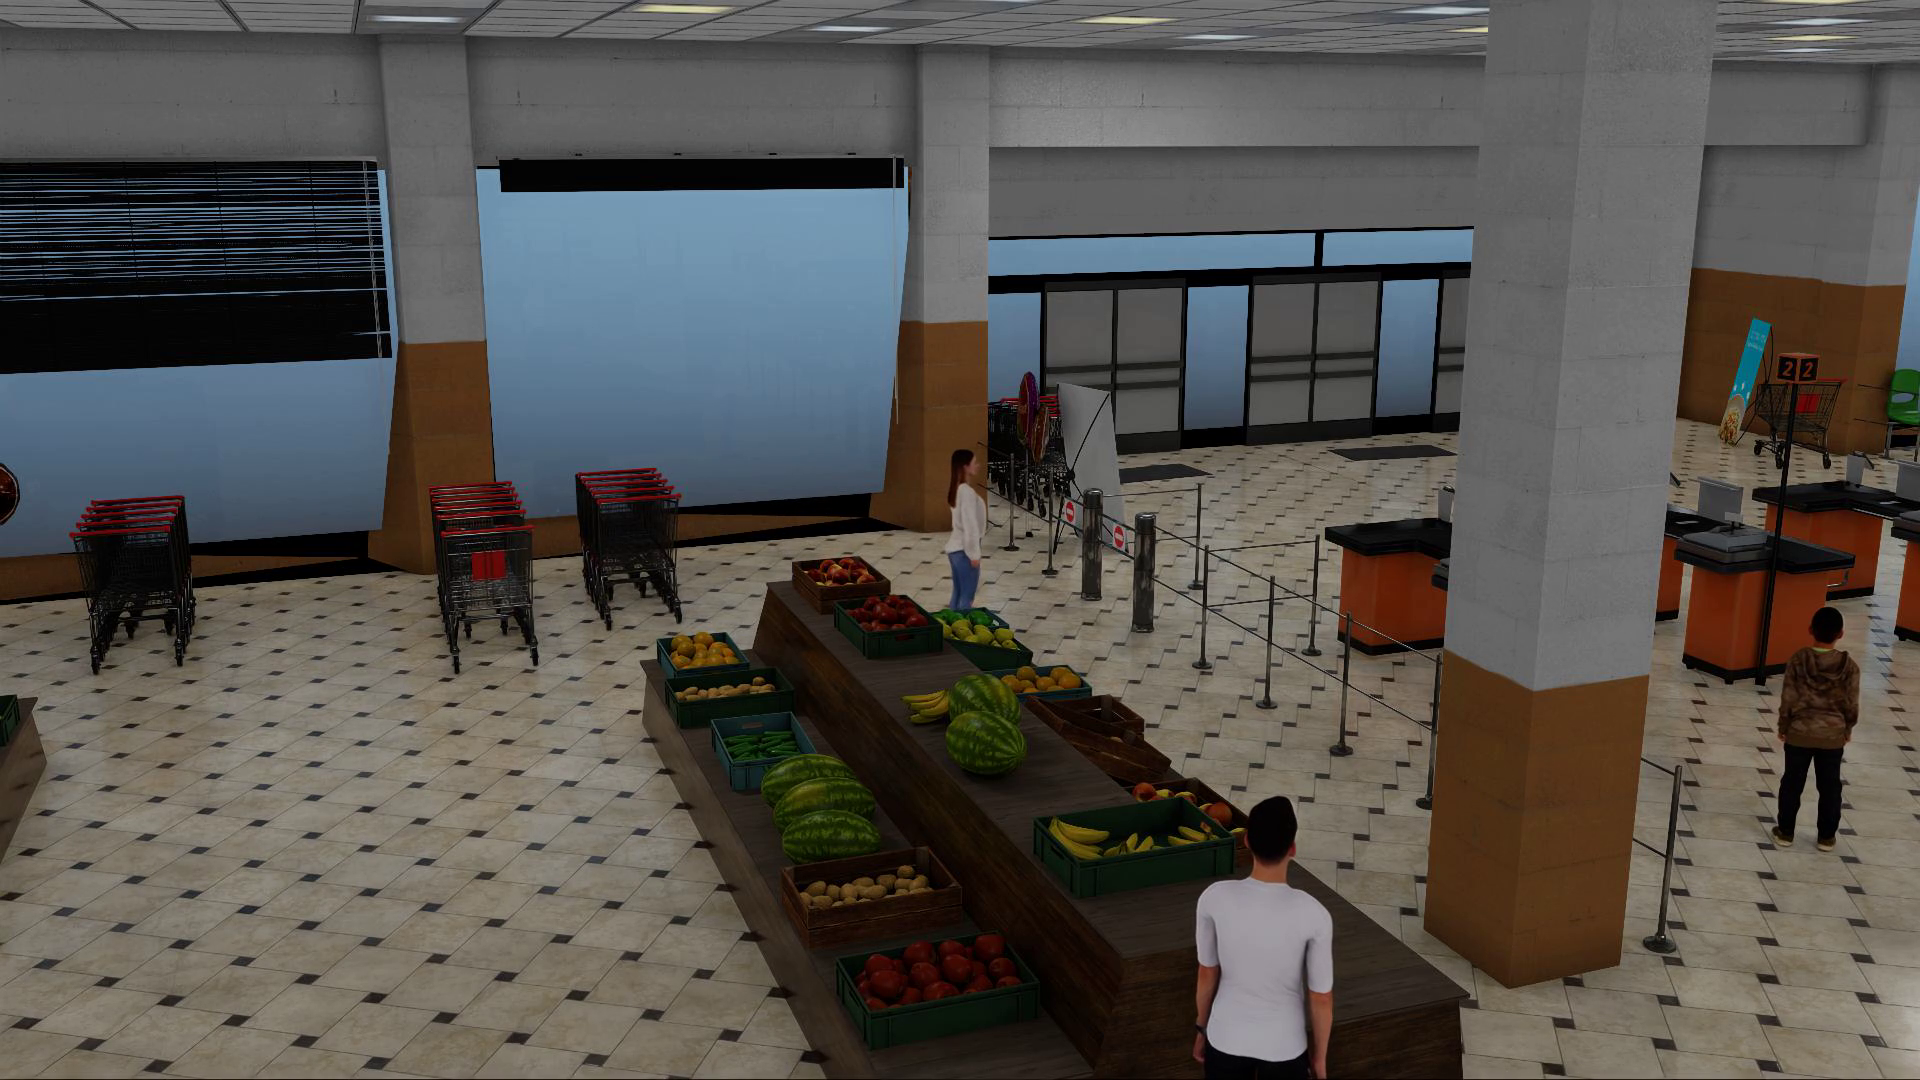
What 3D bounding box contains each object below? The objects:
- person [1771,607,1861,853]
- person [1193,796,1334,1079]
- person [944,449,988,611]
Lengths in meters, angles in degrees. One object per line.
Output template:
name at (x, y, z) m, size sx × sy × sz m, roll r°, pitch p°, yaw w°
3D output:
person at (5.019, 1.105, 9.753) m, size 0.681 × 1.455 × 0.736 m, roll 6°, pitch 15°, yaw 22°
person at (1.073, 1.810, 6.009) m, size 0.739 × 1.848 × 0.782 m, roll 5°, pitch 14°, yaw 20°
person at (0.023, 0.096, 13.409) m, size 0.710 × 1.693 × 0.535 m, roll -3°, pitch 14°, yaw -12°
